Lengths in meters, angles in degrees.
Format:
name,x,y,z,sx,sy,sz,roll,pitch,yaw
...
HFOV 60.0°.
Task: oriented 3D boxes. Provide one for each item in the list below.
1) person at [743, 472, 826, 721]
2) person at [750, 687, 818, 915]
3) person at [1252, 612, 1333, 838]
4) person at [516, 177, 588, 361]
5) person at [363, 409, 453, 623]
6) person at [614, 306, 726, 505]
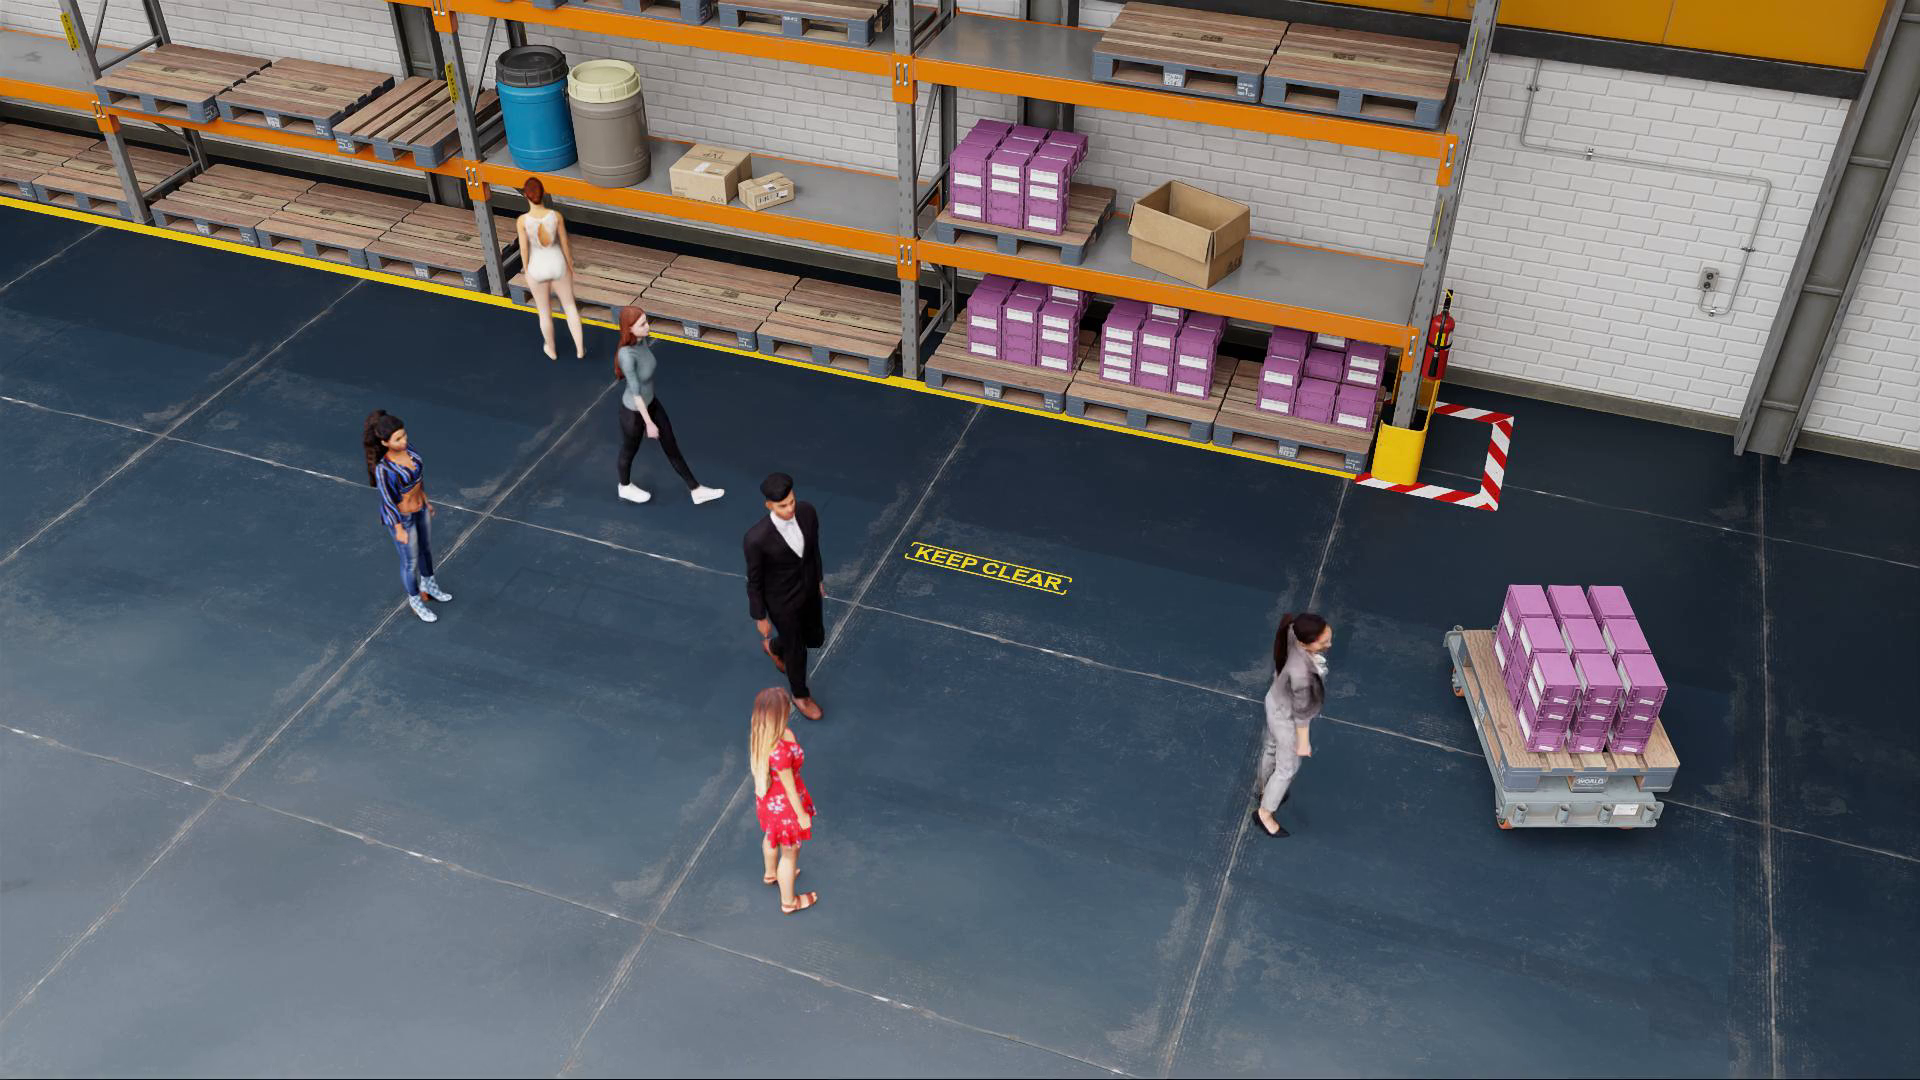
name,x,y,z,sx,sy,sz,roll,pitch,yaw
person,-1.107,0.302,10.380,0.901,1.863,1.005,-31,48,-33
person,-1.013,1.427,9.189,0.732,1.590,0.671,-16,41,-19
person,1.915,1.008,9.652,0.700,1.667,0.718,-8,39,-10
person,-3.388,-2.217,13.704,0.671,1.651,0.732,-16,41,-19
person,-3.704,-0.165,11.164,0.555,1.614,0.609,11,40,13
person,-2.394,-0.928,12.050,1.100,1.701,0.705,7,39,9
